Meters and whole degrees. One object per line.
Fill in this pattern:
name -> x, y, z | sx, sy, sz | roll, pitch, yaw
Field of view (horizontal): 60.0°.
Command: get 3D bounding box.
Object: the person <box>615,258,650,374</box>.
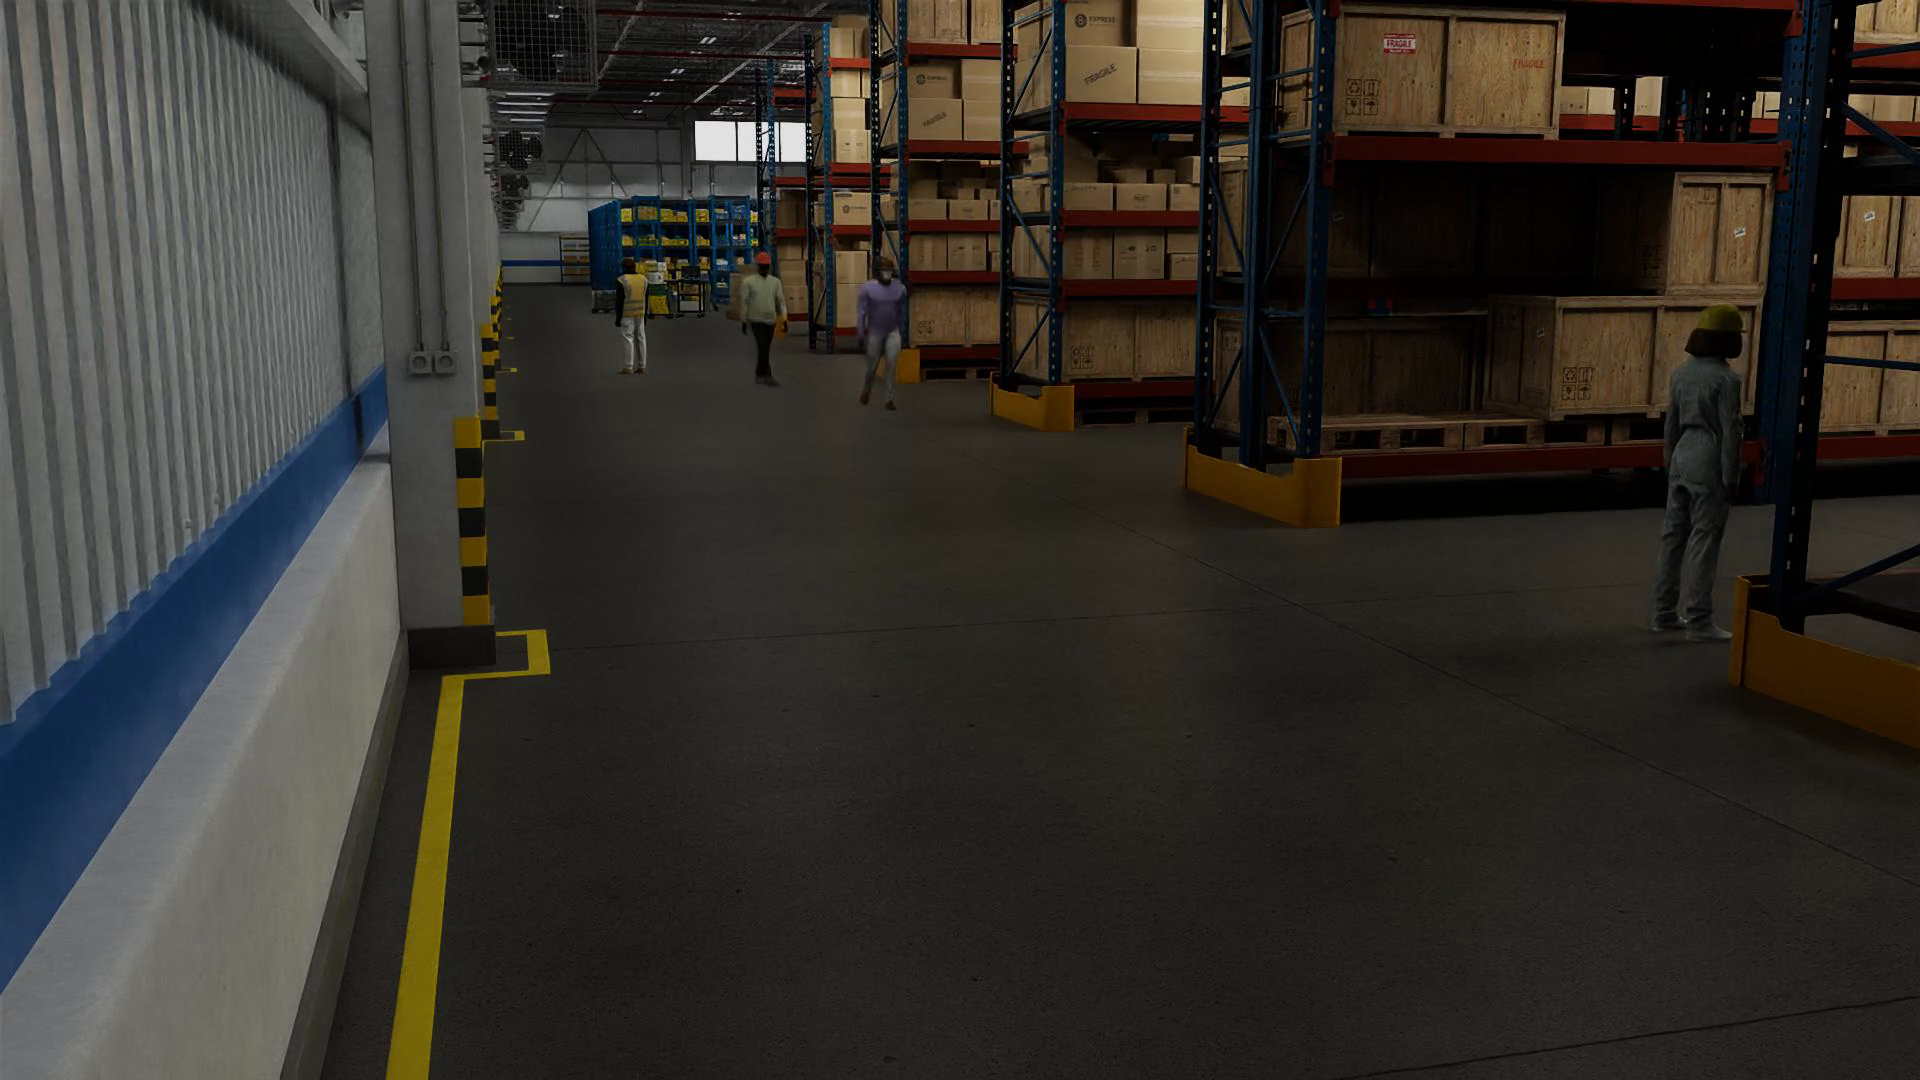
person -> -5.223, -3.546, 26.394 | 0.429, 1.844, 0.627 | 8, 13, 39

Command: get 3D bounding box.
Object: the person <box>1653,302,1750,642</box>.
person -> 3.849, -0.352, 8.590 | 0.325, 1.740, 0.492 | -3, 10, -16

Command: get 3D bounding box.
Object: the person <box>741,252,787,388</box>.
person -> -2.842, -3.202, 24.173 | 0.635, 1.944, 1.019 | -6, 11, -29

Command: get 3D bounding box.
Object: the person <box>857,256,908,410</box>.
person -> -0.996, -2.578, 20.753 | 0.644, 1.911, 0.697 | -4, 11, -19
